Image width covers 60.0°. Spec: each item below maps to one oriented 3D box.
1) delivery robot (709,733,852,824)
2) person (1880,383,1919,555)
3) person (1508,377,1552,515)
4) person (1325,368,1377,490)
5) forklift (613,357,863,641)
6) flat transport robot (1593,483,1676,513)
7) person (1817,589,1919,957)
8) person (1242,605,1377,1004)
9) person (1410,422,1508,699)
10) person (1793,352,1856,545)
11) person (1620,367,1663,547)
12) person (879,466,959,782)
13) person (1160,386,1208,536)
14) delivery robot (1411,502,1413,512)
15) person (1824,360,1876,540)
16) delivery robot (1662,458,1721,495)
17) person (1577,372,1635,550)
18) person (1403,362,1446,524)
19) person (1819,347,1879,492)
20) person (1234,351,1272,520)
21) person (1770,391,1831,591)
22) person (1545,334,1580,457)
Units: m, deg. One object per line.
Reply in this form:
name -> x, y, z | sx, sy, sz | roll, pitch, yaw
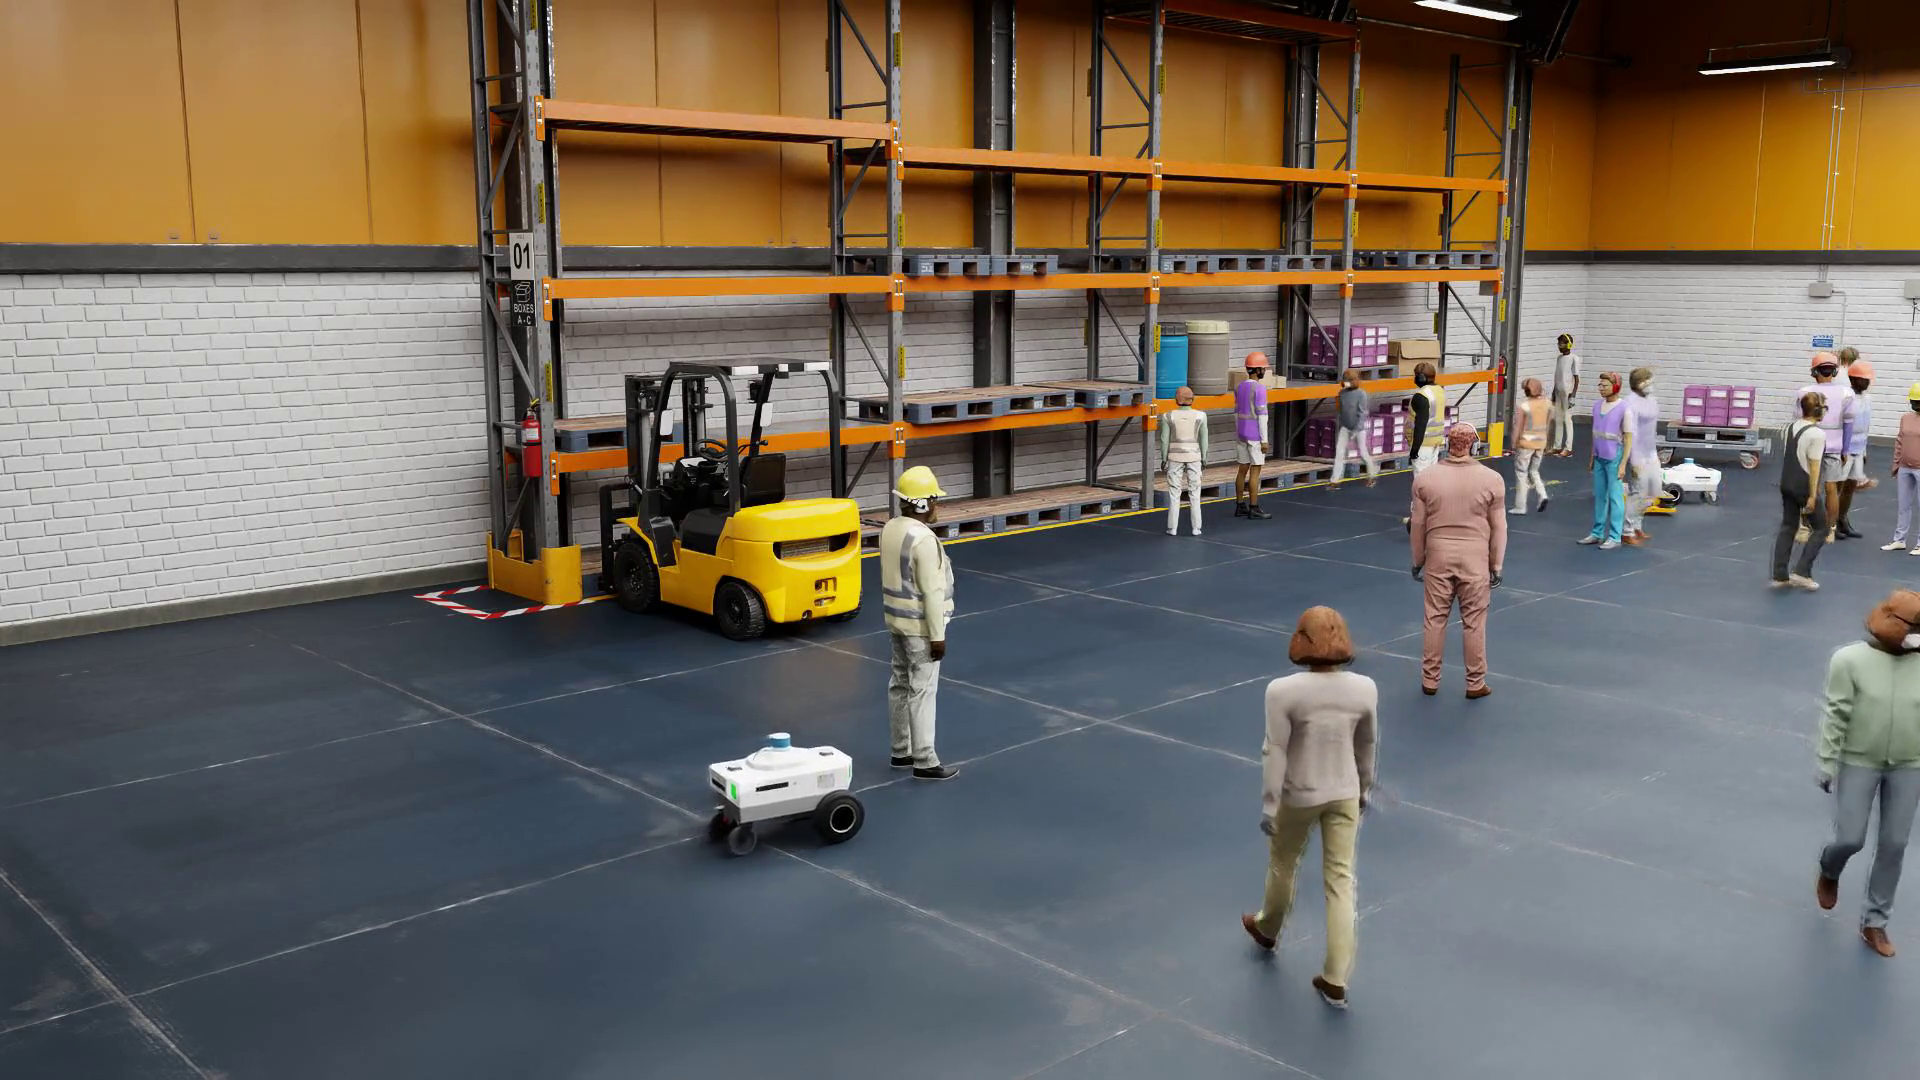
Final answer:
delivery robot -> -0.931, 1.248, 8.644 | 0.707, 0.478, 0.477 | -5, 11, -29
person -> 9.733, -0.724, 16.946 | 0.326, 1.760, 0.524 | -4, 10, -21
person -> 6.656, -1.087, 19.427 | 0.541, 1.624, 0.388 | -4, 11, -23
person -> 5.154, -1.452, 21.702 | 0.833, 1.590, 0.497 | -8, 12, -38
forklift -> -1.847, -0.414, 13.852 | 1.214, 2.155, 2.313 | -9, 13, -42
flat transport robot -> 8.154, -0.526, 20.135 | 0.652, 0.197, 1.431 | 2, 10, 9
person -> 4.046, 0.990, 7.335 | 0.506, 1.616, 0.456 | 2, 10, 12
person -> 1.459, 1.054, 6.971 | 0.529, 1.595, 0.816 | -2, 10, -9
person -> 3.427, 0.141, 11.449 | 0.640, 1.909, 0.407 | 5, 11, 25
person -> 9.053, -0.961, 17.531 | 0.606, 2.033, 0.402 | 1, 10, 8
person -> 7.068, -0.858, 17.342 | 0.423, 1.900, 0.735 | 9, 14, 44
person -> -0.238, 0.484, 9.655 | 0.404, 1.833, 0.588 | -5, 11, -29
person -> 2.427, -0.848, 18.018 | 0.514, 1.640, 0.310 | 1, 10, 3
delivery robot -> 5.163, -0.285, 17.619 | 0.707, 0.478, 0.477 | 1, 10, 3
person -> 9.562, -0.964, 17.830 | 0.551, 1.933, 0.378 | -5, 11, -26
delivery robot -> 8.926, -0.759, 20.393 | 0.707, 0.478, 0.477 | 1, 10, 5
person -> 6.759, -0.824, 17.270 | 0.391, 1.846, 0.564 | -3, 10, -15
person -> 5.251, -1.092, 18.859 | 0.429, 1.839, 0.634 | 7, 12, 36
person -> 11.290, -1.531, 21.326 | 1.047, 1.879, 0.636 | -2, 10, -10
person -> 3.395, -1.206, 19.242 | 0.360, 1.939, 0.543 | -5, 11, -25
person -> 7.643, -0.431, 15.045 | 0.513, 1.828, 0.527 | -2, 10, -12
person -> 9.137, -2.184, 25.185 | 0.328, 1.865, 0.519 | -3, 10, -18
